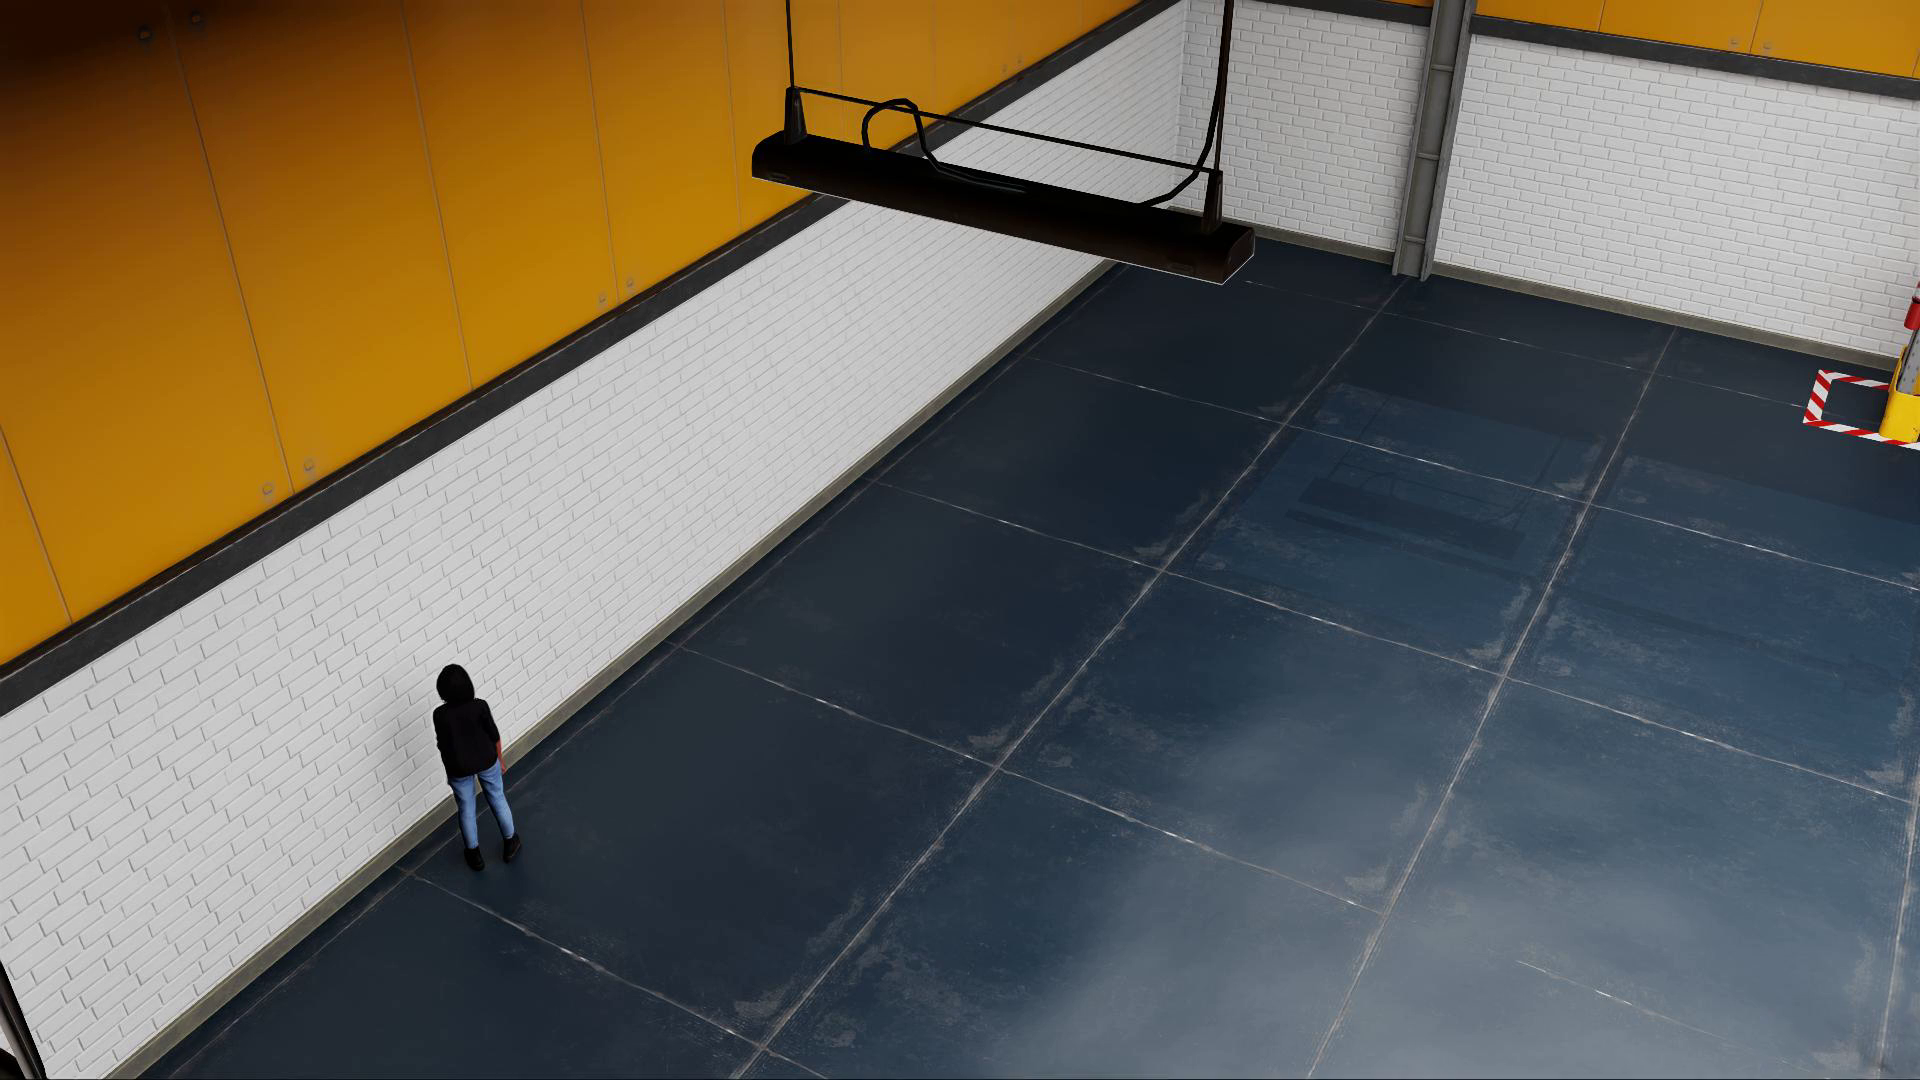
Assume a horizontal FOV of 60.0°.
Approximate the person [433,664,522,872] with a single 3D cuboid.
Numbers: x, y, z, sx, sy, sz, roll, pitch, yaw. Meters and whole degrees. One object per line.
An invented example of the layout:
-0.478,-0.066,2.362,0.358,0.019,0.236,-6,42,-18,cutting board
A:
-3.275,1.523,11.190,0.656,1.702,0.703,-12,35,-17,person
